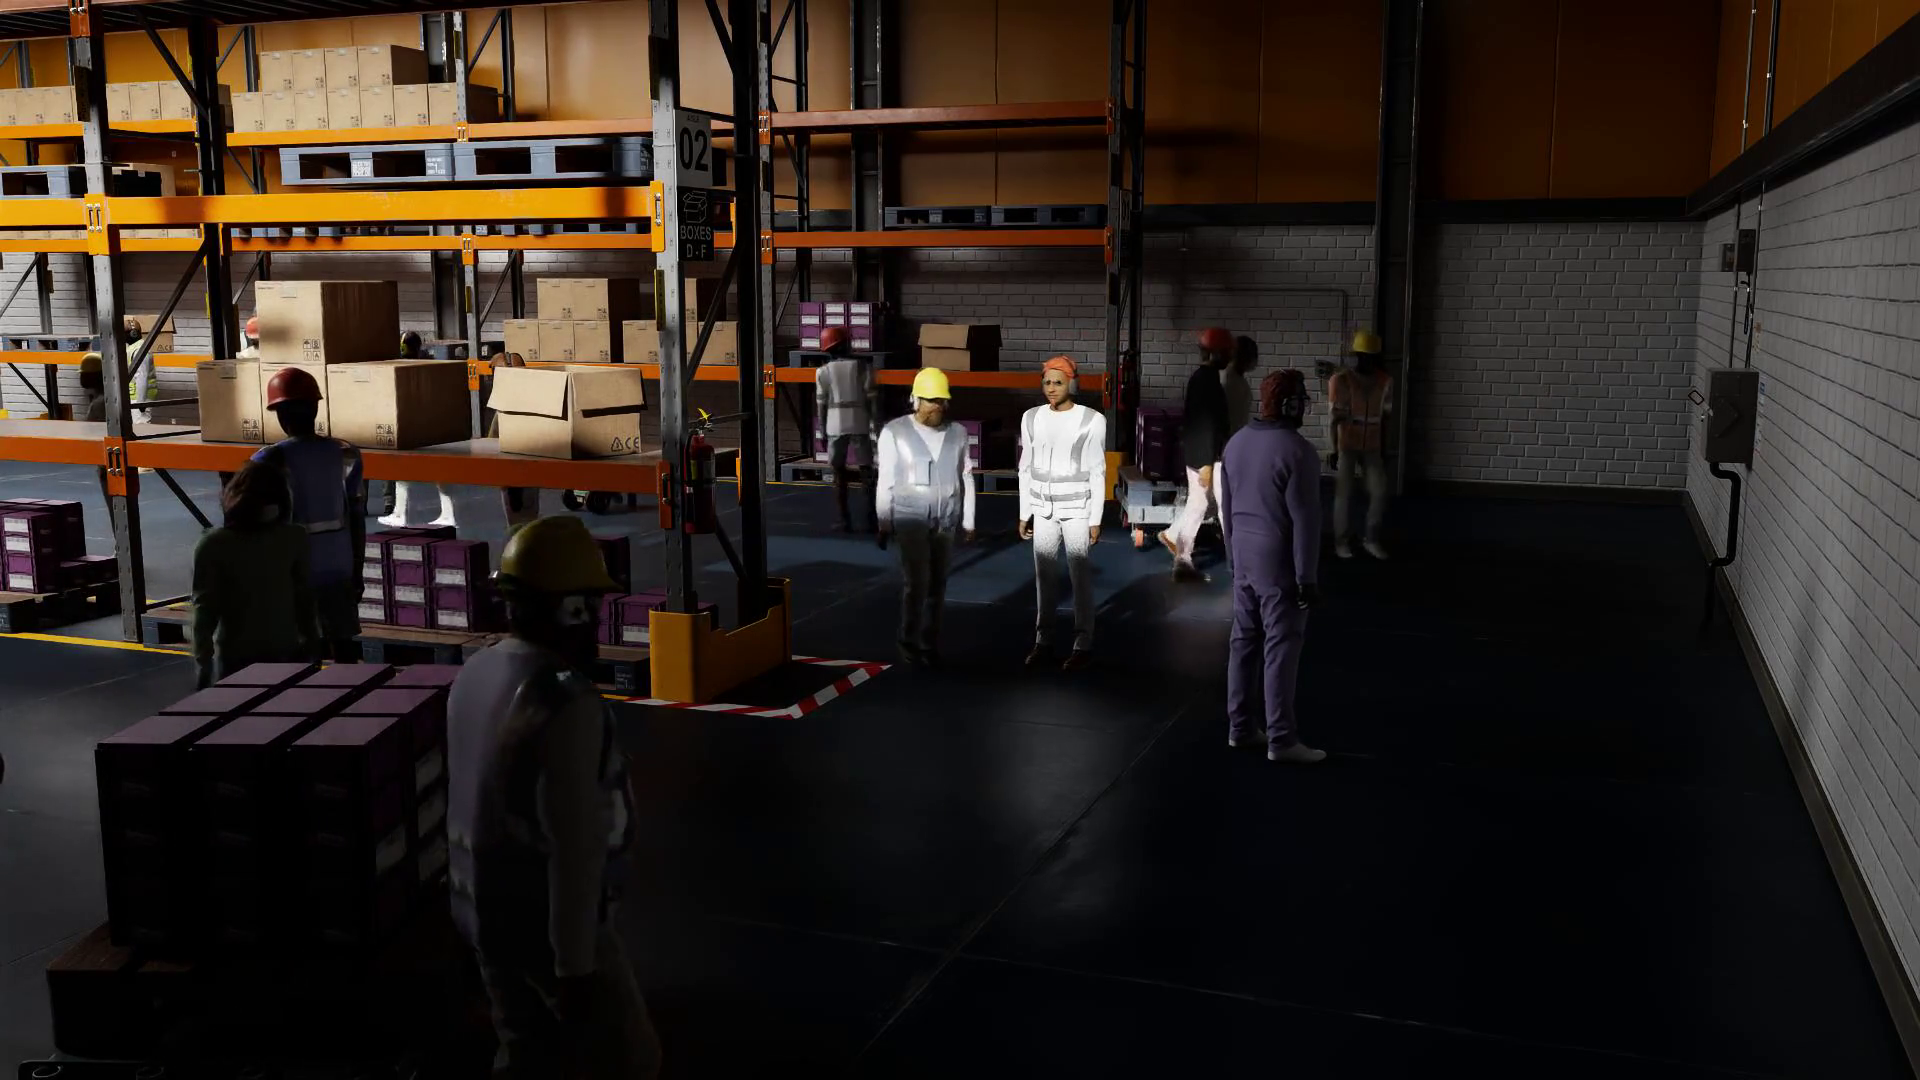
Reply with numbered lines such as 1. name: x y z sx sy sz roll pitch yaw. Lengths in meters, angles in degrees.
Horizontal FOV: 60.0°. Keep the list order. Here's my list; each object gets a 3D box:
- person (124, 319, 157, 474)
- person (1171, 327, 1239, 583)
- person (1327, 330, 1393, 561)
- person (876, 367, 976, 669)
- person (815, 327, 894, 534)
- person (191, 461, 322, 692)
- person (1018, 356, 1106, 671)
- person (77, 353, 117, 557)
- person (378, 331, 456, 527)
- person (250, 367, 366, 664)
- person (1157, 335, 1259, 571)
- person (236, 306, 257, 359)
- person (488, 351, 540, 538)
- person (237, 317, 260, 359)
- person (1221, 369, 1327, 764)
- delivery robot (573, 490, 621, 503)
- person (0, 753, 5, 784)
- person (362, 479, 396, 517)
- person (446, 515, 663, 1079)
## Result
1. person: -9.795 -1.703 19.815 0.429 1.837 0.624 -6 11 -32
2. person: 2.015 -0.631 12.674 0.819 1.958 0.646 -1 9 -9
3. person: 3.308 -0.767 13.717 0.611 1.906 0.624 -2 9 -11
4. person: -0.185 -0.121 9.897 0.612 1.812 0.443 -5 10 -27
5. person: -0.952 -1.000 15.234 0.734 1.885 0.454 0 9 1
6. person: -2.882 0.475 6.818 0.415 1.610 0.529 7 11 38
7. person: 0.609 -0.160 9.980 0.576 1.880 0.351 6 11 31
8. person: -6.833 -0.623 13.307 0.318 1.740 0.488 -4 10 -22
9. person: -5.109 -1.015 15.486 0.860 1.826 0.578 3 9 17
10. person: -3.067 0.153 7.838 0.364 1.933 0.543 8 12 41
11. person: 2.016 -0.683 13.202 0.816 1.904 0.666 5 10 27
12. person: -8.490 -1.908 20.441 0.686 2.000 0.535 3 9 17
13. person: -3.073 -0.385 11.537 0.428 1.836 0.625 -1 9 -9
14. person: -7.624 -1.502 18.313 0.593 1.902 0.472 -1 9 -9
15. person: 1.545 0.124 8.102 0.399 1.909 0.642 -5 10 -27
16. delivery robot: -3.559 -0.619 16.699 0.477 0.478 0.707 9 13 44
17. person: -3.159 0.618 4.898 0.629 1.940 0.379 -8 12 -40
18. person: -5.739 -1.132 16.220 0.586 1.833 0.403 -1 9 -8
19. person: -0.940 0.851 3.835 0.454 1.811 0.620 -8 12 -40
